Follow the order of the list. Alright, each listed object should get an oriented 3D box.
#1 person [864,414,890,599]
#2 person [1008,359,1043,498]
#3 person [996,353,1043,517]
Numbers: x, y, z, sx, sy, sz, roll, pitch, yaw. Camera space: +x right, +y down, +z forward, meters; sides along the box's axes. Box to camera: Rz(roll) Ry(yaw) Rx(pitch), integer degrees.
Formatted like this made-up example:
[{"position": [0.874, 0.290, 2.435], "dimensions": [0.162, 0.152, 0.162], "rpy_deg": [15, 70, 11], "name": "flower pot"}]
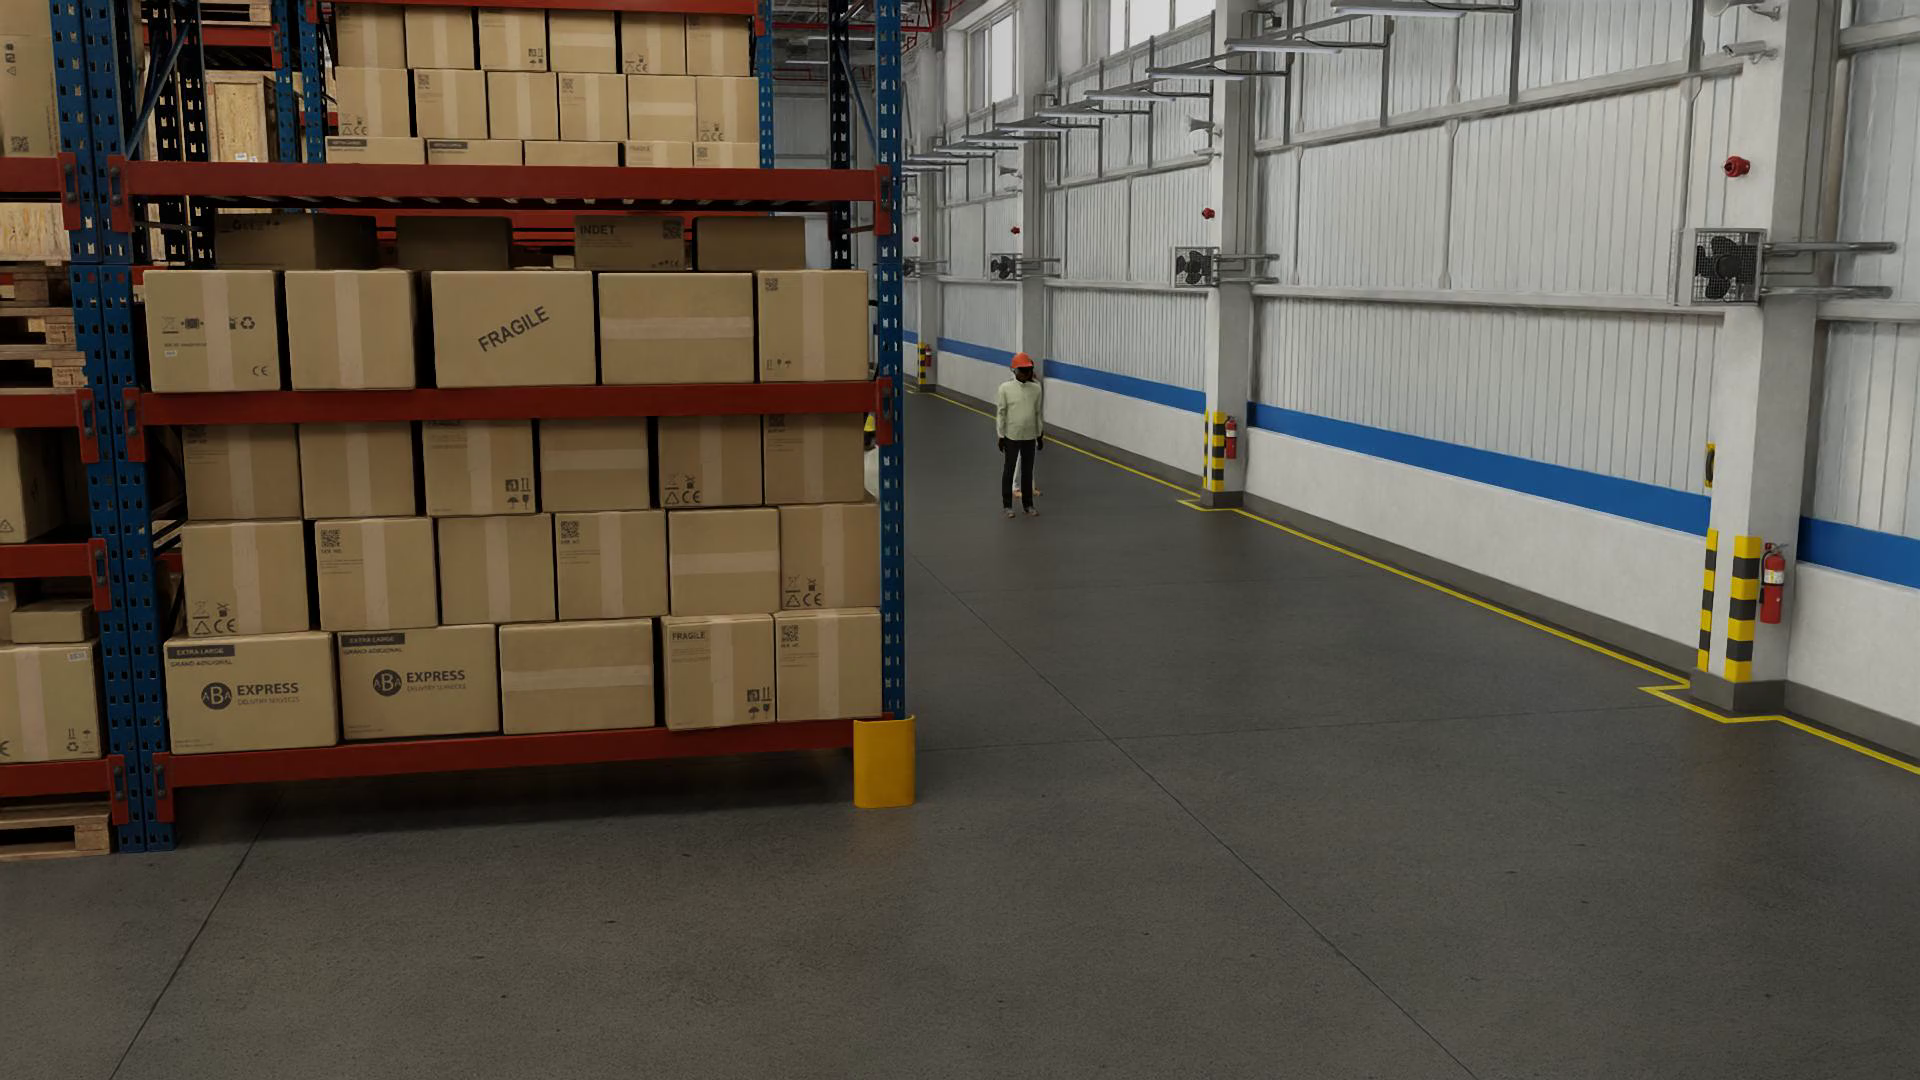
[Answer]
[{"position": [-0.824, -0.252, 14.755], "dimensions": [0.553, 1.748, 0.599], "rpy_deg": [-3, 10, -15], "name": "person"}, {"position": [0.864, -1.477, 21.965], "dimensions": [0.625, 1.844, 0.429], "rpy_deg": [-8, 12, -41], "name": "person"}, {"position": [0.733, -1.275, 20.256], "dimensions": [0.622, 1.997, 0.372], "rpy_deg": [-4, 10, -25], "name": "person"}]
